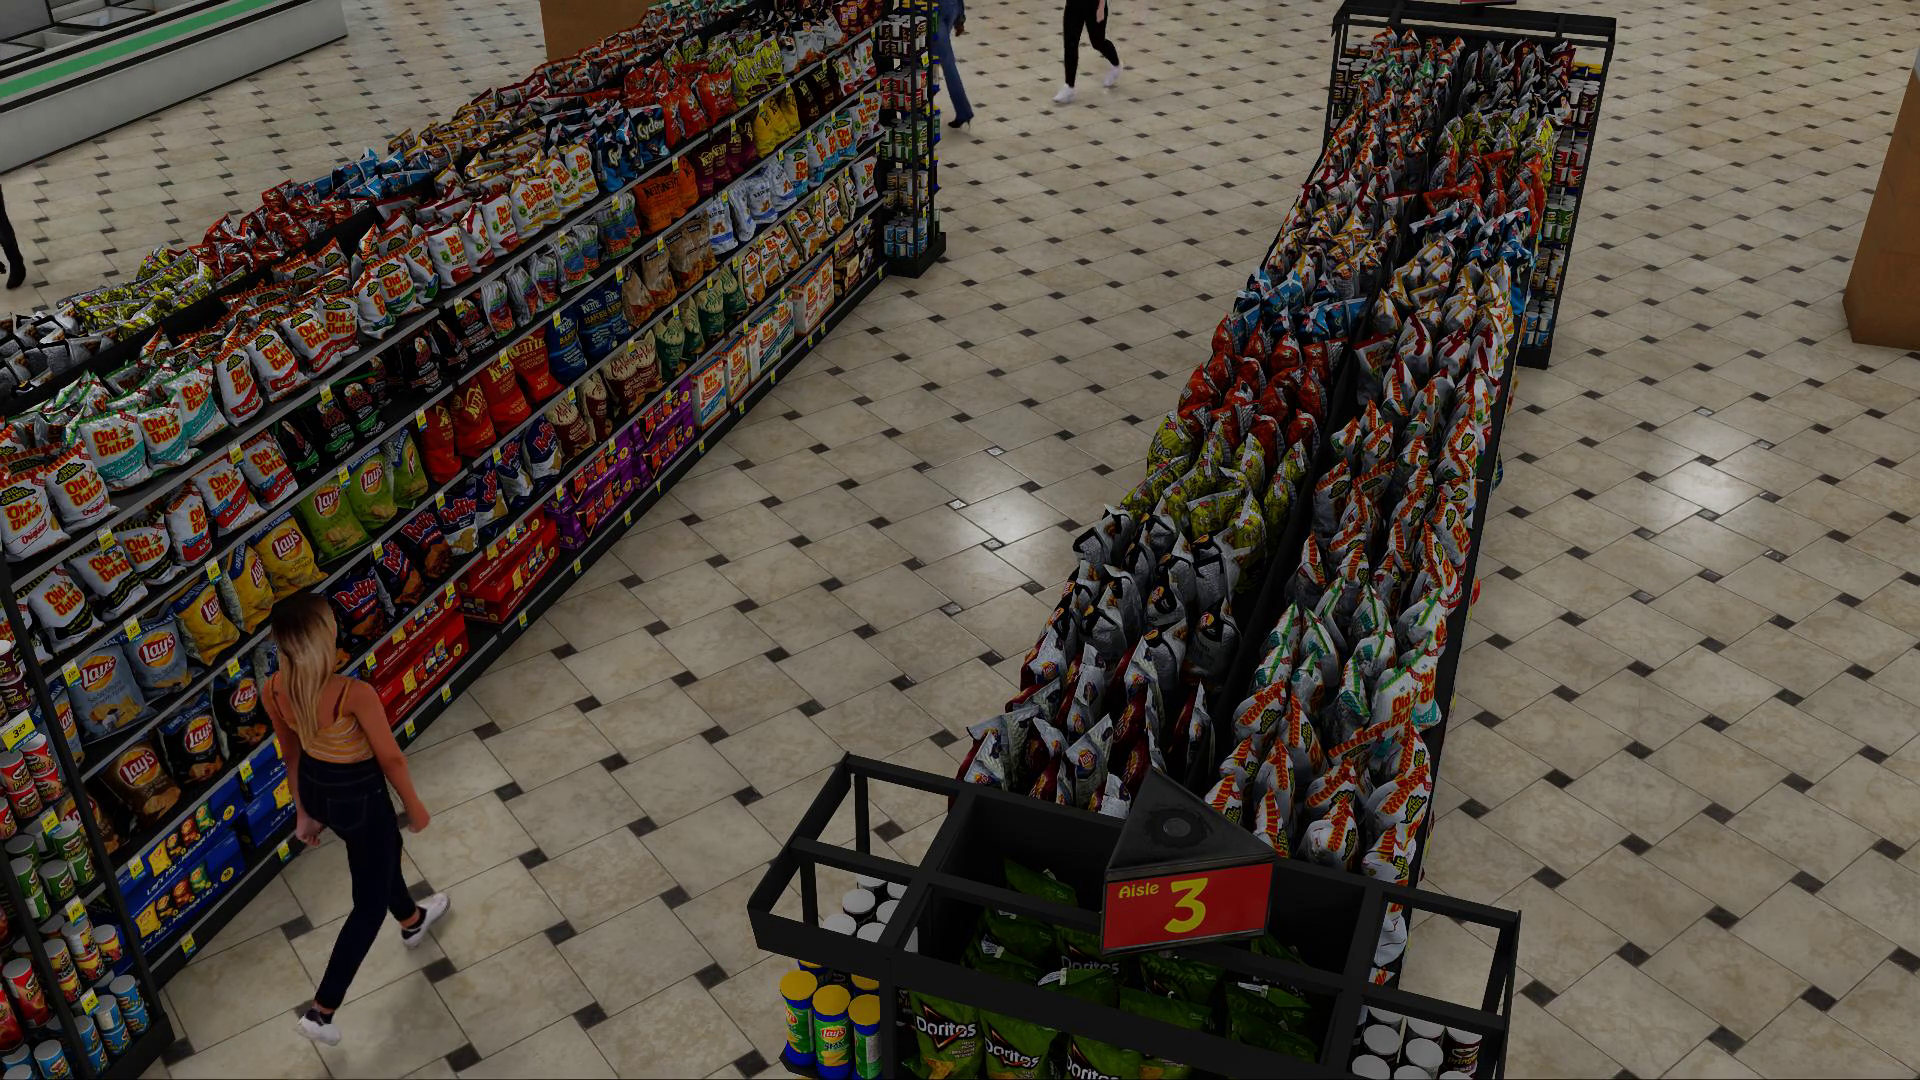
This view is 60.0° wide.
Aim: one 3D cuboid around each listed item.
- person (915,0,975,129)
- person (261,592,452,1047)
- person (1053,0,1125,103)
[{"bbox_3d":[-0.104,-4.240,13.694,1.210,1.744,1.069,-27,41,-36],"label":"person"},{"bbox_3d":[-2.054,0.941,5.501,0.560,1.601,1.073,11,33,17],"label":"person"},{"bbox_3d":[1.168,-4.658,14.491,1.168,1.611,0.942,-26,40,-35],"label":"person"}]
